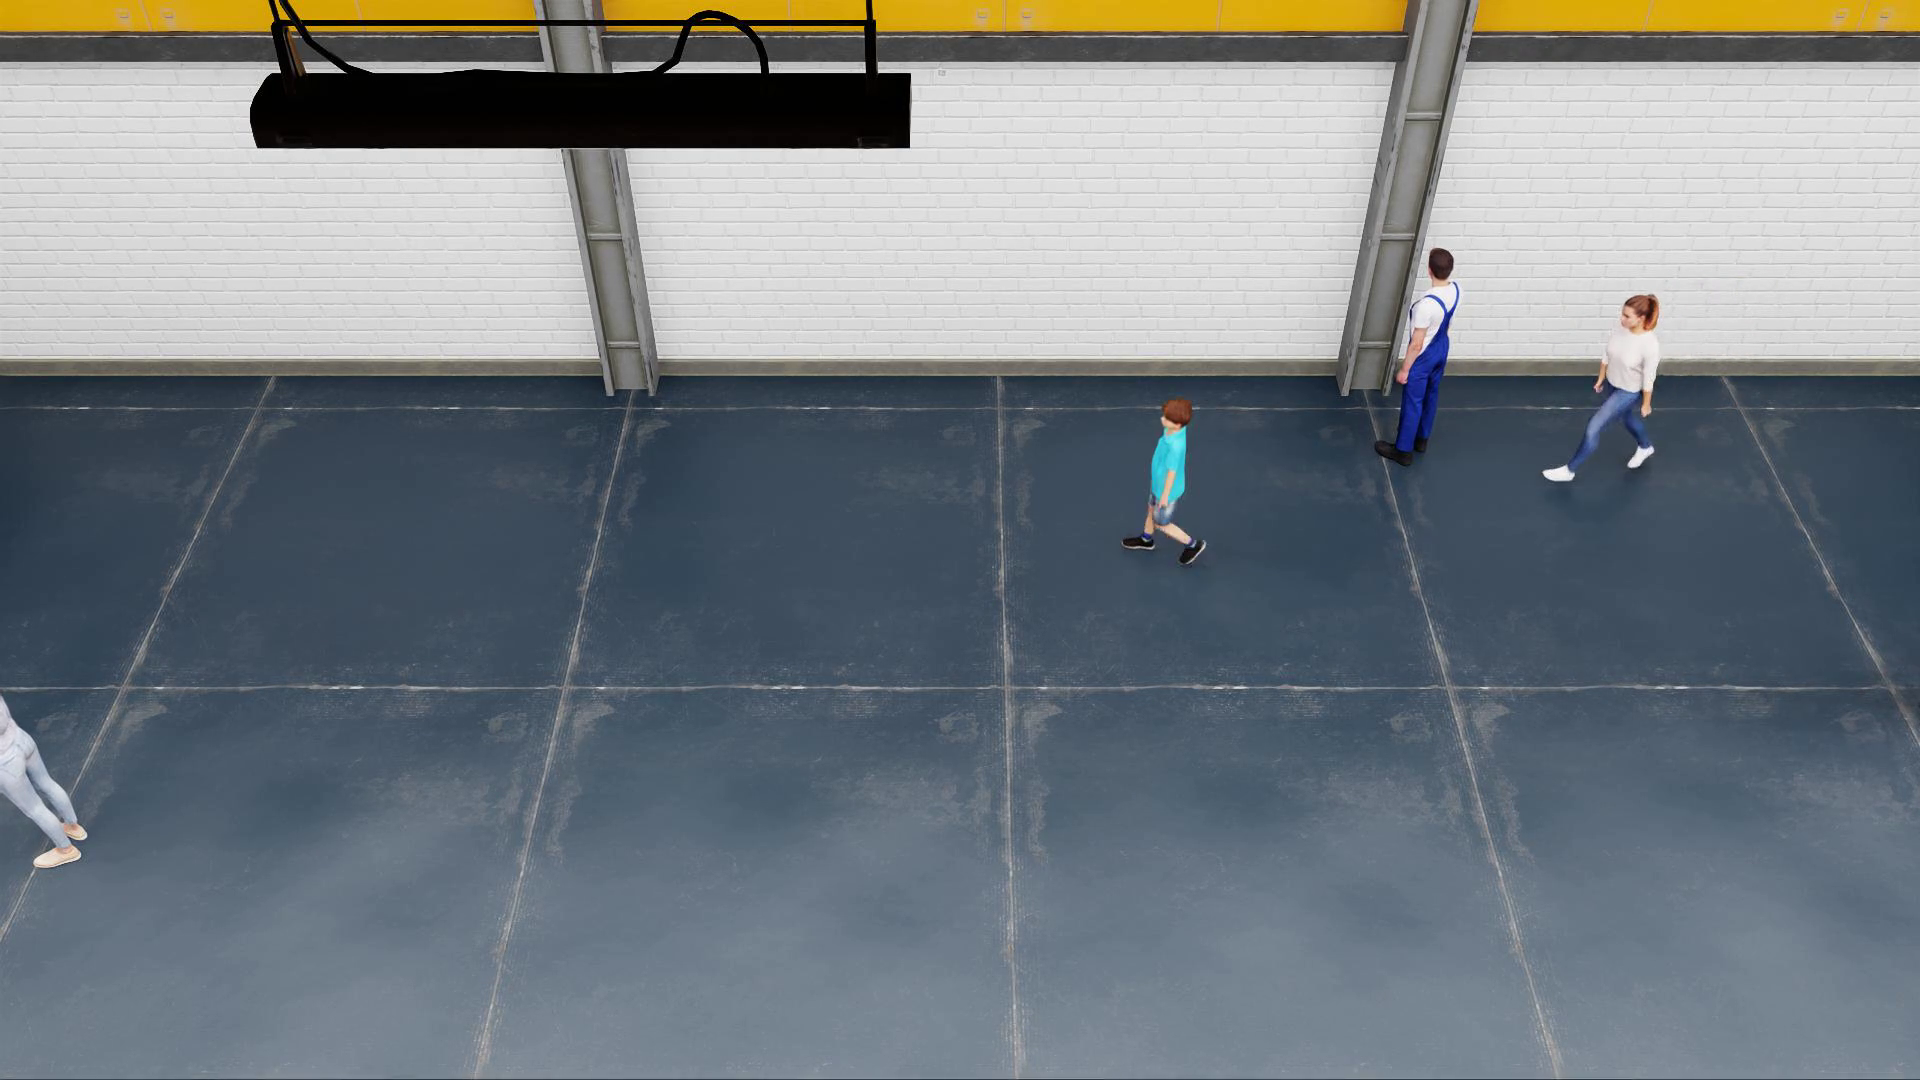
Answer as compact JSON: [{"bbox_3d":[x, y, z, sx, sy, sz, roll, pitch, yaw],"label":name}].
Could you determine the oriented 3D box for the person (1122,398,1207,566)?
[{"bbox_3d":[1.515,-0.411,11.727,0.837,1.436,0.580,4,44,4],"label":"person"}]

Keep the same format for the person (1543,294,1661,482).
[{"bbox_3d":[4.984,-1.111,12.290,1.213,1.672,0.776,-11,45,-11],"label":"person"}]

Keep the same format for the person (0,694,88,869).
[{"bbox_3d":[-5.549,1.269,9.703,0.519,1.796,0.597,-3,44,-3],"label":"person"}]

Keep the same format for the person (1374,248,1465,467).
[{"bbox_3d":[3.484,-1.366,12.429,0.709,1.849,0.788,-29,51,-27],"label":"person"}]
